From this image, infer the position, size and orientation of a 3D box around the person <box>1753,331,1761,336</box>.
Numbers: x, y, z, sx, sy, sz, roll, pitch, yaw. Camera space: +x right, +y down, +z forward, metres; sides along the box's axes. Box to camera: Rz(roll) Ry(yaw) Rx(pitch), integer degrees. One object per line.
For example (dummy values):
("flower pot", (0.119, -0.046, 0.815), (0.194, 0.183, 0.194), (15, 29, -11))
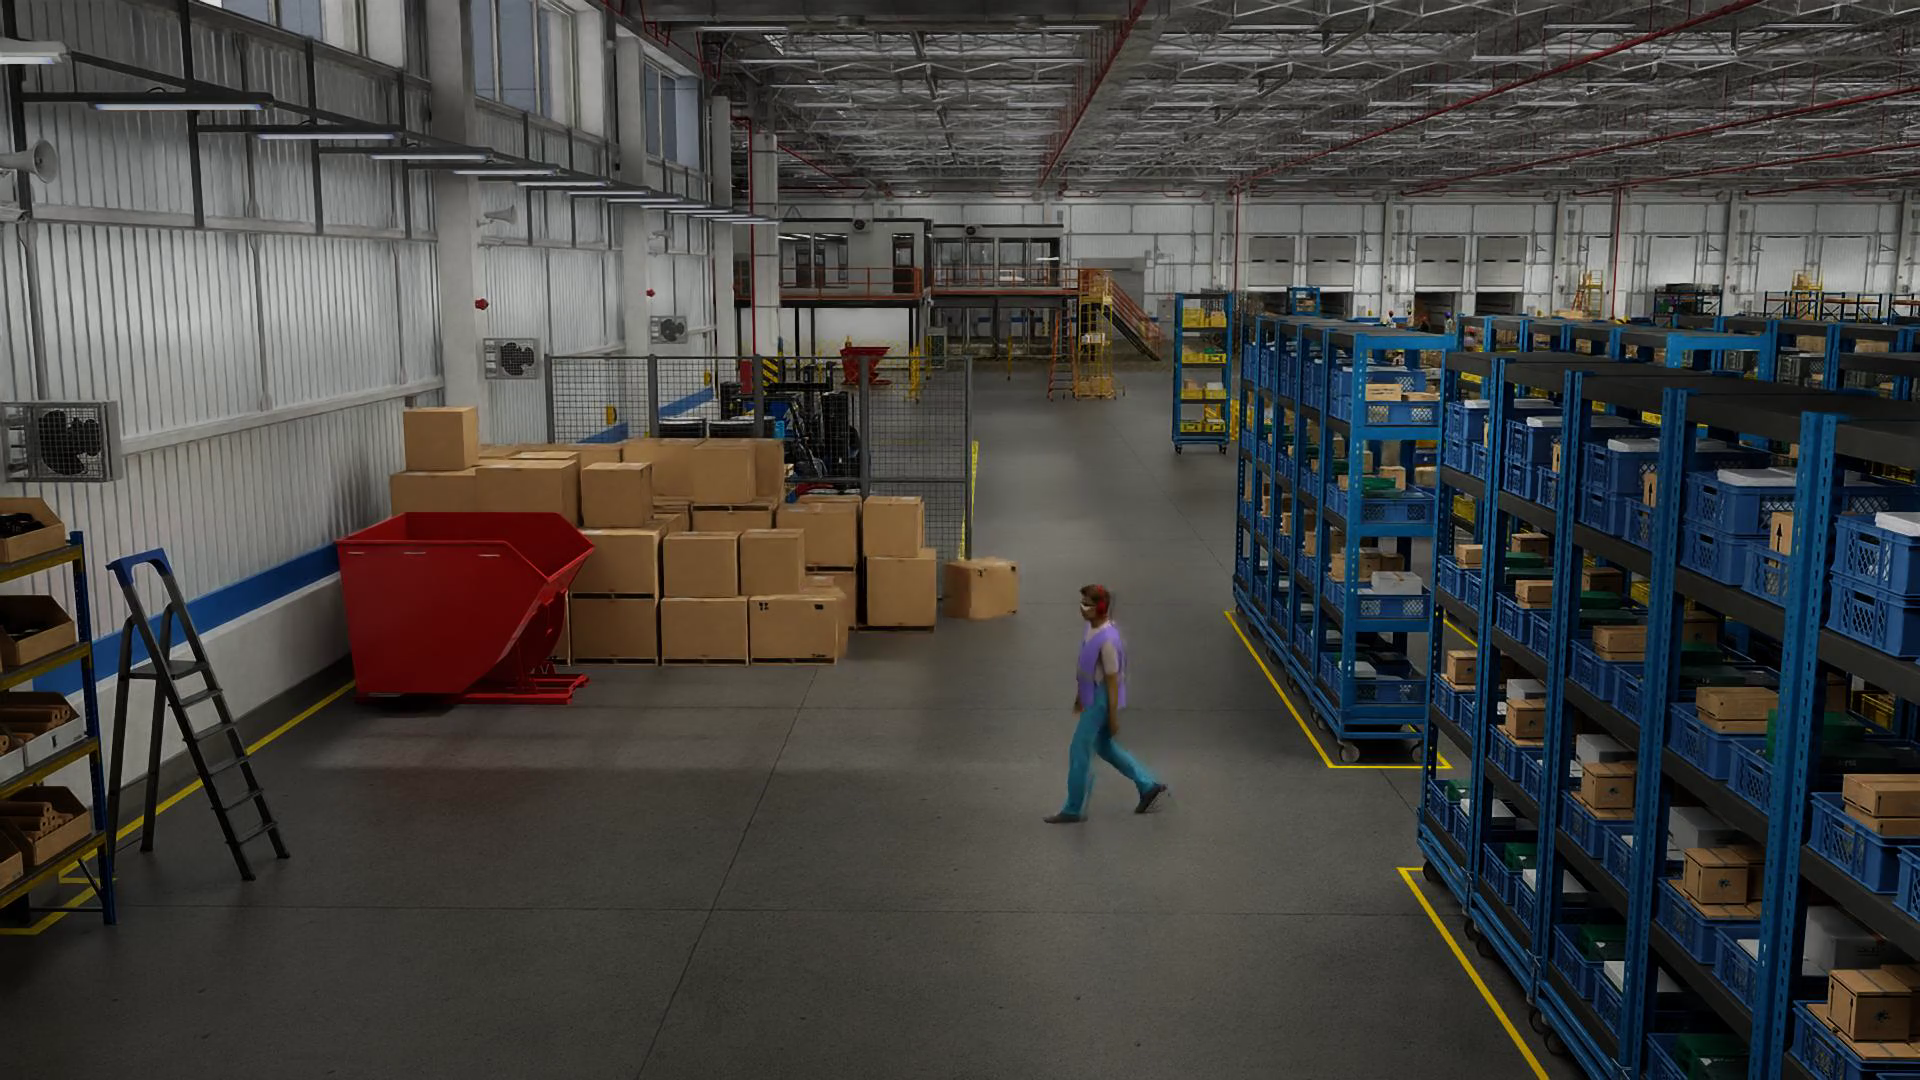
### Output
("person", (38.212, -9.643, 79.718), (0.545, 1.688, 0.323), (-6, 11, -31))

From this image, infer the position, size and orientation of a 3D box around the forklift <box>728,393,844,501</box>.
("forklift", (-2.979, -1.316, 26.476), (2.680, 1.987, 1.157), (0, 9, 1))

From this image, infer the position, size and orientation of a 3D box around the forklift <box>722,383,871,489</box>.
("forklift", (-2.893, -1.687, 28.729), (2.680, 1.987, 1.157), (0, 9, -1))

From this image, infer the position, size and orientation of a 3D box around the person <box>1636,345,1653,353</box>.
("person", (24.432, -6.528, 59.414), (0.690, 2.000, 0.538), (0, 9, -2))

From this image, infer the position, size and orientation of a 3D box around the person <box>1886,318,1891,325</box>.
("person", (44.846, -9.839, 80.473), (0.539, 1.832, 0.483), (-8, 12, -41))

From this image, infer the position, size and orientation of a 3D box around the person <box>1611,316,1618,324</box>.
("person", (32.781, -10.338, 83.563), (0.455, 1.828, 0.657), (-7, 12, -38))

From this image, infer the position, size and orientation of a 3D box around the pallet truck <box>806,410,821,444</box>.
("pallet truck", (-3.559, -2.018, 33.905), (1.522, 1.261, 0.704), (0, 9, -1))

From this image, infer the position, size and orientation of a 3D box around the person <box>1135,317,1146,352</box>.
("person", (9.060, -10.318, 83.456), (0.649, 1.824, 0.438), (-4, 10, -21))

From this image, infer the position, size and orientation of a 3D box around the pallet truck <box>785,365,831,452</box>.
("pallet truck", (-3.774, -2.976, 37.635), (1.885, 1.965, 0.823), (1, 9, 5))

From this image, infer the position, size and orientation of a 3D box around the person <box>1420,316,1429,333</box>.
("person", (21.359, -9.299, 76.647), (0.382, 1.995, 0.612), (-4, 10, -21))

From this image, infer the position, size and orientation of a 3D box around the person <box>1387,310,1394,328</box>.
("person", (23.464, -11.540, 90.652), (0.359, 1.938, 0.545), (3, 10, 18))

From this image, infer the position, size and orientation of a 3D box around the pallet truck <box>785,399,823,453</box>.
("pallet truck", (-3.814, -2.432, 36.419), (1.630, 1.274, 0.653), (0, 9, 1))

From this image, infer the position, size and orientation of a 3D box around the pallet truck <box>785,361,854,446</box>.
("pallet truck", (-3.410, -3.193, 38.978), (1.885, 1.965, 0.823), (0, 9, -1))

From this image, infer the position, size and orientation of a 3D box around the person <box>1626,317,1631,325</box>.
("person", (31.325, -9.491, 78.090), (0.397, 1.916, 0.596), (-9, 13, -44))

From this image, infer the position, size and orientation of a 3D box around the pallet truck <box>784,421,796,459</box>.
("pallet truck", (-4.013, -1.793, 32.705), (1.601, 1.201, 0.680), (0, 9, 1))

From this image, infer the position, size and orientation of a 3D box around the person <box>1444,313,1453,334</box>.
("person", (25.197, -10.770, 85.920), (0.418, 1.940, 0.600), (-3, 10, -19))

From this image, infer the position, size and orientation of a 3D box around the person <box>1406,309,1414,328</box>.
("person", (25.629, -12.201, 94.794), (0.393, 1.921, 0.586), (9, 13, 43))

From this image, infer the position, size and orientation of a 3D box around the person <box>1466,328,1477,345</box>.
("person", (19.022, -6.900, 61.893), (1.075, 1.986, 0.633), (1, 9, 5))

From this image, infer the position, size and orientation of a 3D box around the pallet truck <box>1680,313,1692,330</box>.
("pallet truck", (36.315, -10.531, 84.244), (0.823, 1.965, 1.885), (-6, 11, -33))

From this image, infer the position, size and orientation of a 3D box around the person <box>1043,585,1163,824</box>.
("person", (1.085, 1.211, 12.387), (0.867, 1.814, 0.573), (0, 9, -3))

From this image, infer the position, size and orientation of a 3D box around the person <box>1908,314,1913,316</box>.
("person", (48.297, -10.552, 84.581), (0.637, 1.932, 0.421), (-5, 11, -30))

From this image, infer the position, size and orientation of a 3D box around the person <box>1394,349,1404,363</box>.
("person", (13.558, -5.080, 51.316), (0.301, 1.772, 0.527), (-3, 10, -15))
